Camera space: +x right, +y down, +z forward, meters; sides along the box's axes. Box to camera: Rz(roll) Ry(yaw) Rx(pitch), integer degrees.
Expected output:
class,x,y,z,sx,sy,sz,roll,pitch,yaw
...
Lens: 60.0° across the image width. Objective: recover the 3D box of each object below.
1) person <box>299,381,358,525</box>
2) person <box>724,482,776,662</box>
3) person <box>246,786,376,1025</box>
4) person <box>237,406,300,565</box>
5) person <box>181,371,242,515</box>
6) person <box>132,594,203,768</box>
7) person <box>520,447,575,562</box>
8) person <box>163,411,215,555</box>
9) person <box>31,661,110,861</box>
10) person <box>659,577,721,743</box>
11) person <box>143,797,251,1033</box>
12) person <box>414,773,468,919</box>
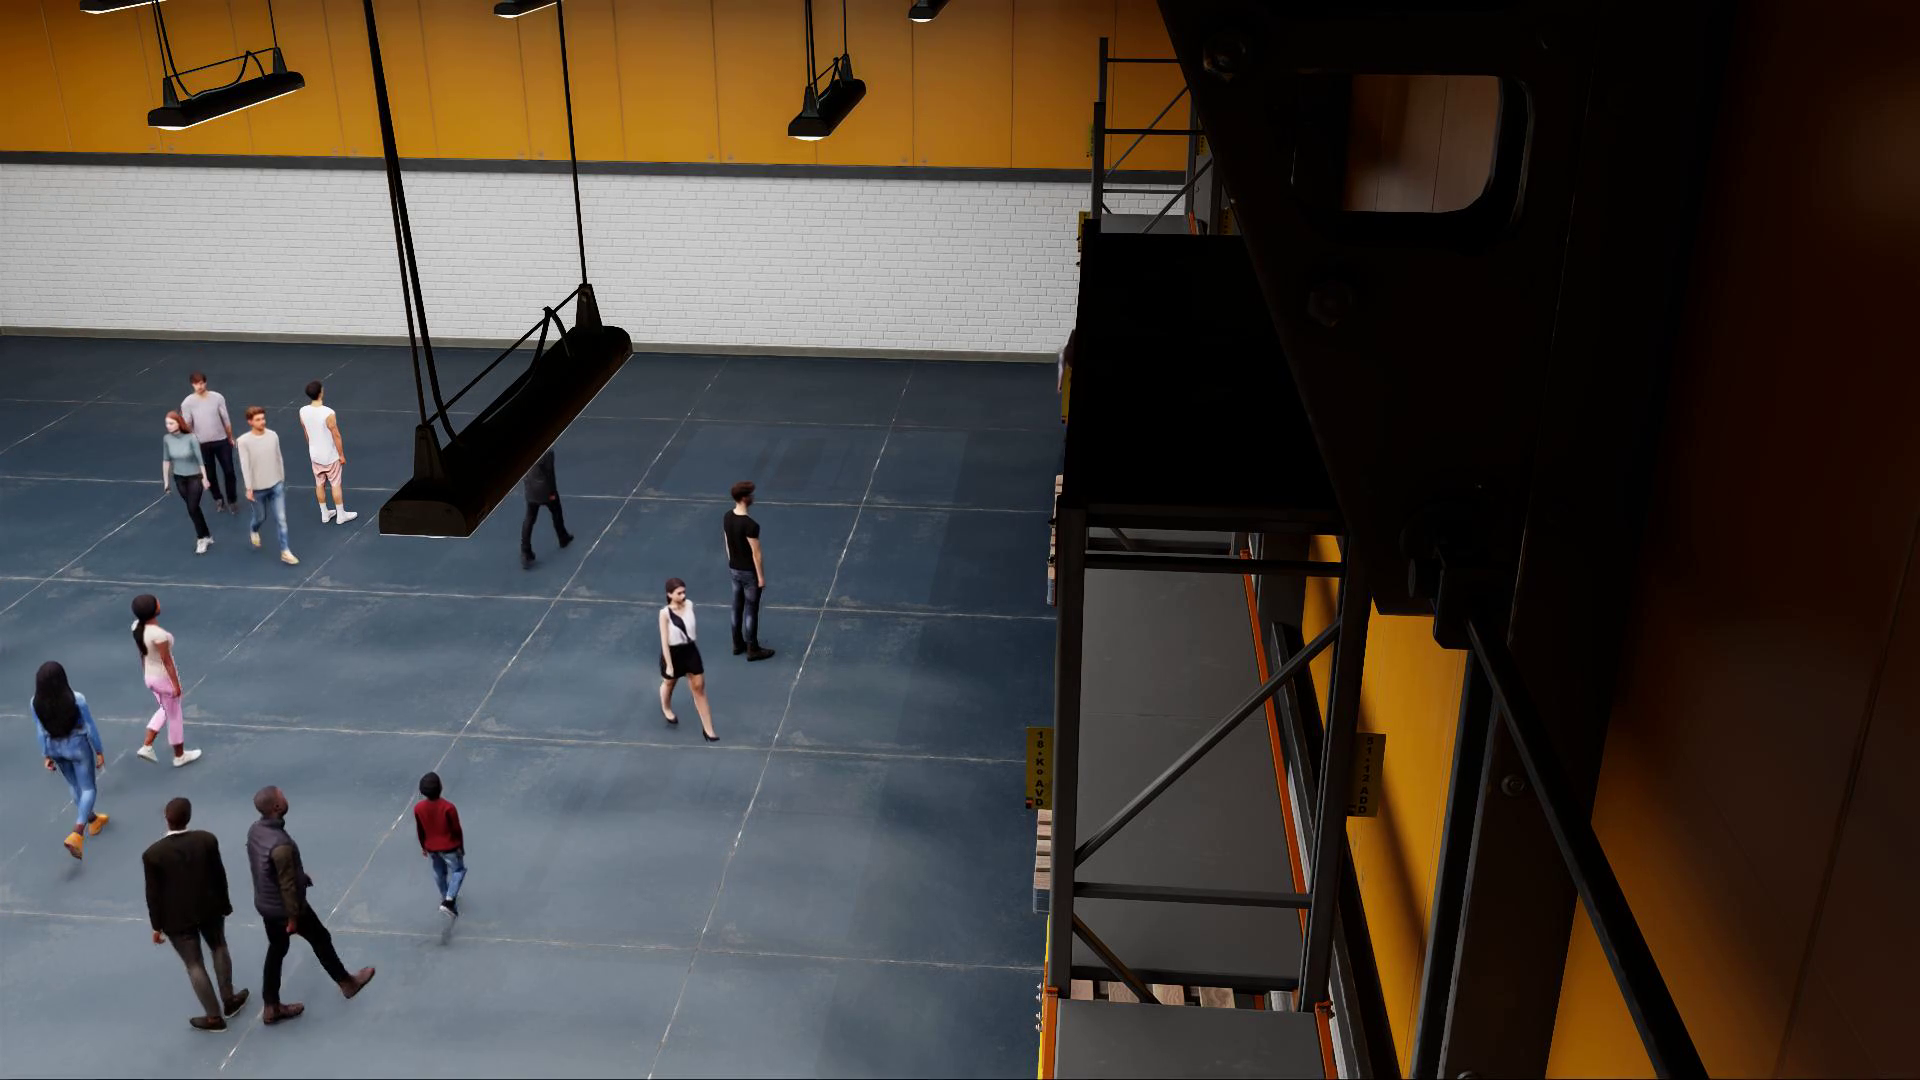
class,x,y,z,sx,sy,sz,roll,pitch,yaw
person,-7.723,-1.060,20.194,0.680,1.791,0.637,7,25,15
person,-2.192,0.307,16.937,0.748,1.895,0.785,21,31,40
person,-4.875,2.618,11.771,1.170,1.797,1.075,-20,31,-38
person,-8.041,-0.650,19.137,1.109,1.885,1.150,-21,31,-39
person,-9.249,-1.232,20.544,0.898,1.826,0.962,-11,26,-24
person,-7.221,1.294,14.880,0.794,1.734,0.898,15,28,30
person,-4.886,-0.572,19.134,0.831,1.746,1.205,8,25,18
person,-8.983,-0.714,19.480,0.621,1.729,0.667,3,24,7
person,-7.360,1.823,13.723,0.739,1.691,1.110,-2,24,-5
person,-2.664,1.098,15.500,1.077,1.598,1.083,-21,32,-40
person,-5.387,2.652,11.718,0.869,1.779,0.794,15,28,30
person,-4.049,2.400,12.958,0.509,1.247,0.657,3,24,6
